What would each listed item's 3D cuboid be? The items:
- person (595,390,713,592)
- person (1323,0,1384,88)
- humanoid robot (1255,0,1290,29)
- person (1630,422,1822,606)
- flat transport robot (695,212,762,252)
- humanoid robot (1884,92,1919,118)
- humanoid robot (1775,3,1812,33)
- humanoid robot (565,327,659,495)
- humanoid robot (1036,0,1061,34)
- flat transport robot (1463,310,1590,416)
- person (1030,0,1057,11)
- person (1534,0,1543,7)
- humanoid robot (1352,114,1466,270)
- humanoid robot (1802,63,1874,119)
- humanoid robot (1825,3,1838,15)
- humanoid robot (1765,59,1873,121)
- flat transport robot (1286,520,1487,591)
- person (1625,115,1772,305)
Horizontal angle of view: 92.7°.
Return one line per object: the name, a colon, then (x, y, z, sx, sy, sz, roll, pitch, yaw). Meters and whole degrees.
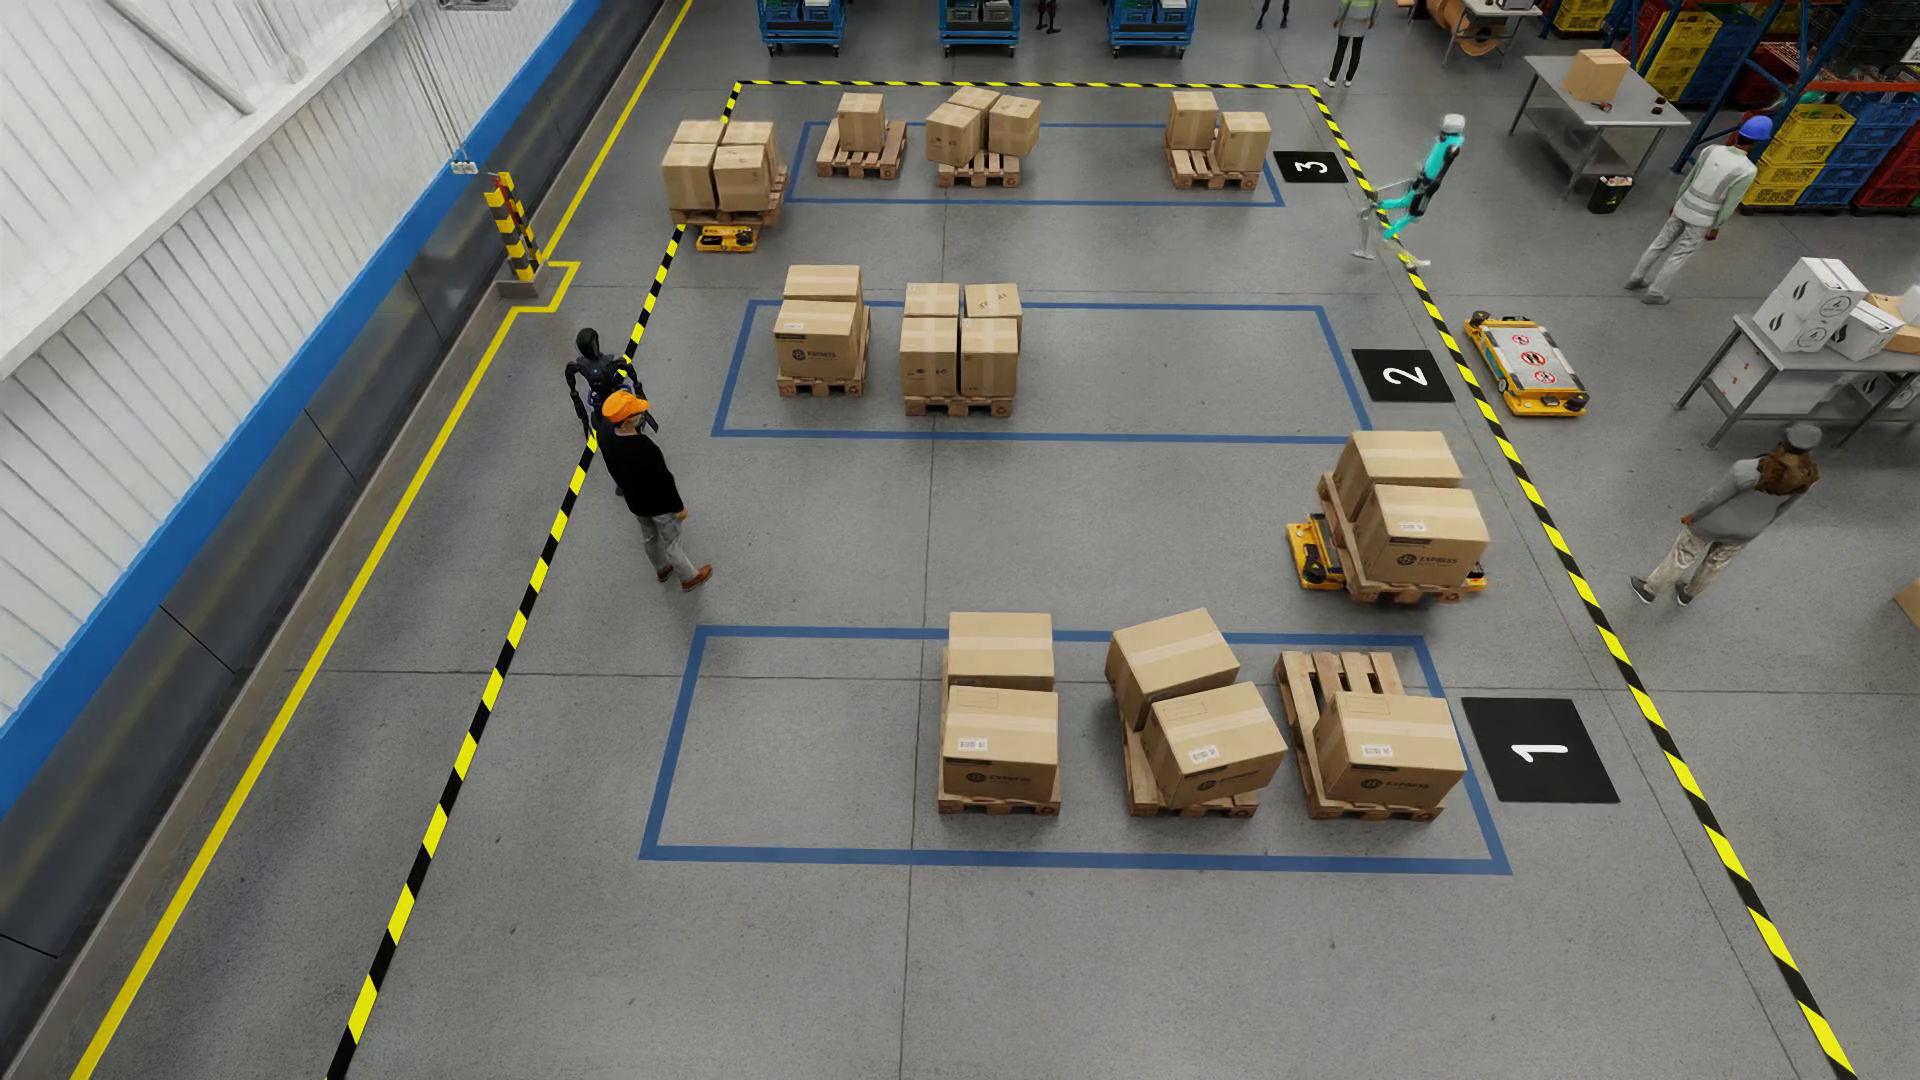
person: (-2.269, -0.326, 6.750, 0.585, 1.880, 0.386, 24, 53, 19)
person: (5.551, -7.344, 12.843, 0.590, 1.851, 0.400, 1, 49, 1)
humanoid robot: (5.094, -8.902, 14.311, 0.599, 1.640, 0.410, 11, 50, 9)
person: (5.589, -0.141, 6.663, 0.572, 1.766, 0.398, 6, 49, 5)
flat transport robot: (-2.680, -3.902, 10.892, 0.652, 0.197, 1.431, 1, 49, 1)
humanoid robot: (11.900, -5.461, 11.321, 0.812, 1.790, 0.560, -16, 51, -14)
humanoid robot: (12.427, -8.003, 13.554, 0.725, 1.638, 0.584, 7, 50, 6)
humanoid robot: (-2.808, -1.033, 7.486, 0.599, 1.657, 0.315, -8, 50, -7)
humanoid robot: (1.415, -8.833, 14.237, 0.315, 1.657, 0.599, -31, 56, -24)
flat transport robot: (5.573, -1.757, 9.054, 0.659, 0.231, 1.431, 1, 49, 1)
person: (1.499, -9.609, 14.757, 0.642, 1.930, 0.393, -22, 53, -18)
person: (9.698, -9.785, 14.881, 0.361, 1.963, 0.614, -24, 53, -19)
humanoid robot: (4.708, -3.637, 9.723, 1.047, 1.747, 0.548, 11, 50, 9)
humanoid robot: (11.529, -6.185, 11.935, 0.708, 1.813, 0.556, 13, 50, 11)
humanoid robot: (12.776, -7.664, 13.236, 0.332, 1.647, 0.609, 10, 50, 9)
humanoid robot: (10.560, -5.527, 11.376, 1.060, 1.750, 0.551, -3, 49, -3)
flat transport robot: (3.449, 0.092, 7.435, 1.431, 0.197, 0.652, 1, 49, 1)
person: (7.492, -3.319, 9.303, 0.415, 1.939, 0.606, -11, 50, -10)
